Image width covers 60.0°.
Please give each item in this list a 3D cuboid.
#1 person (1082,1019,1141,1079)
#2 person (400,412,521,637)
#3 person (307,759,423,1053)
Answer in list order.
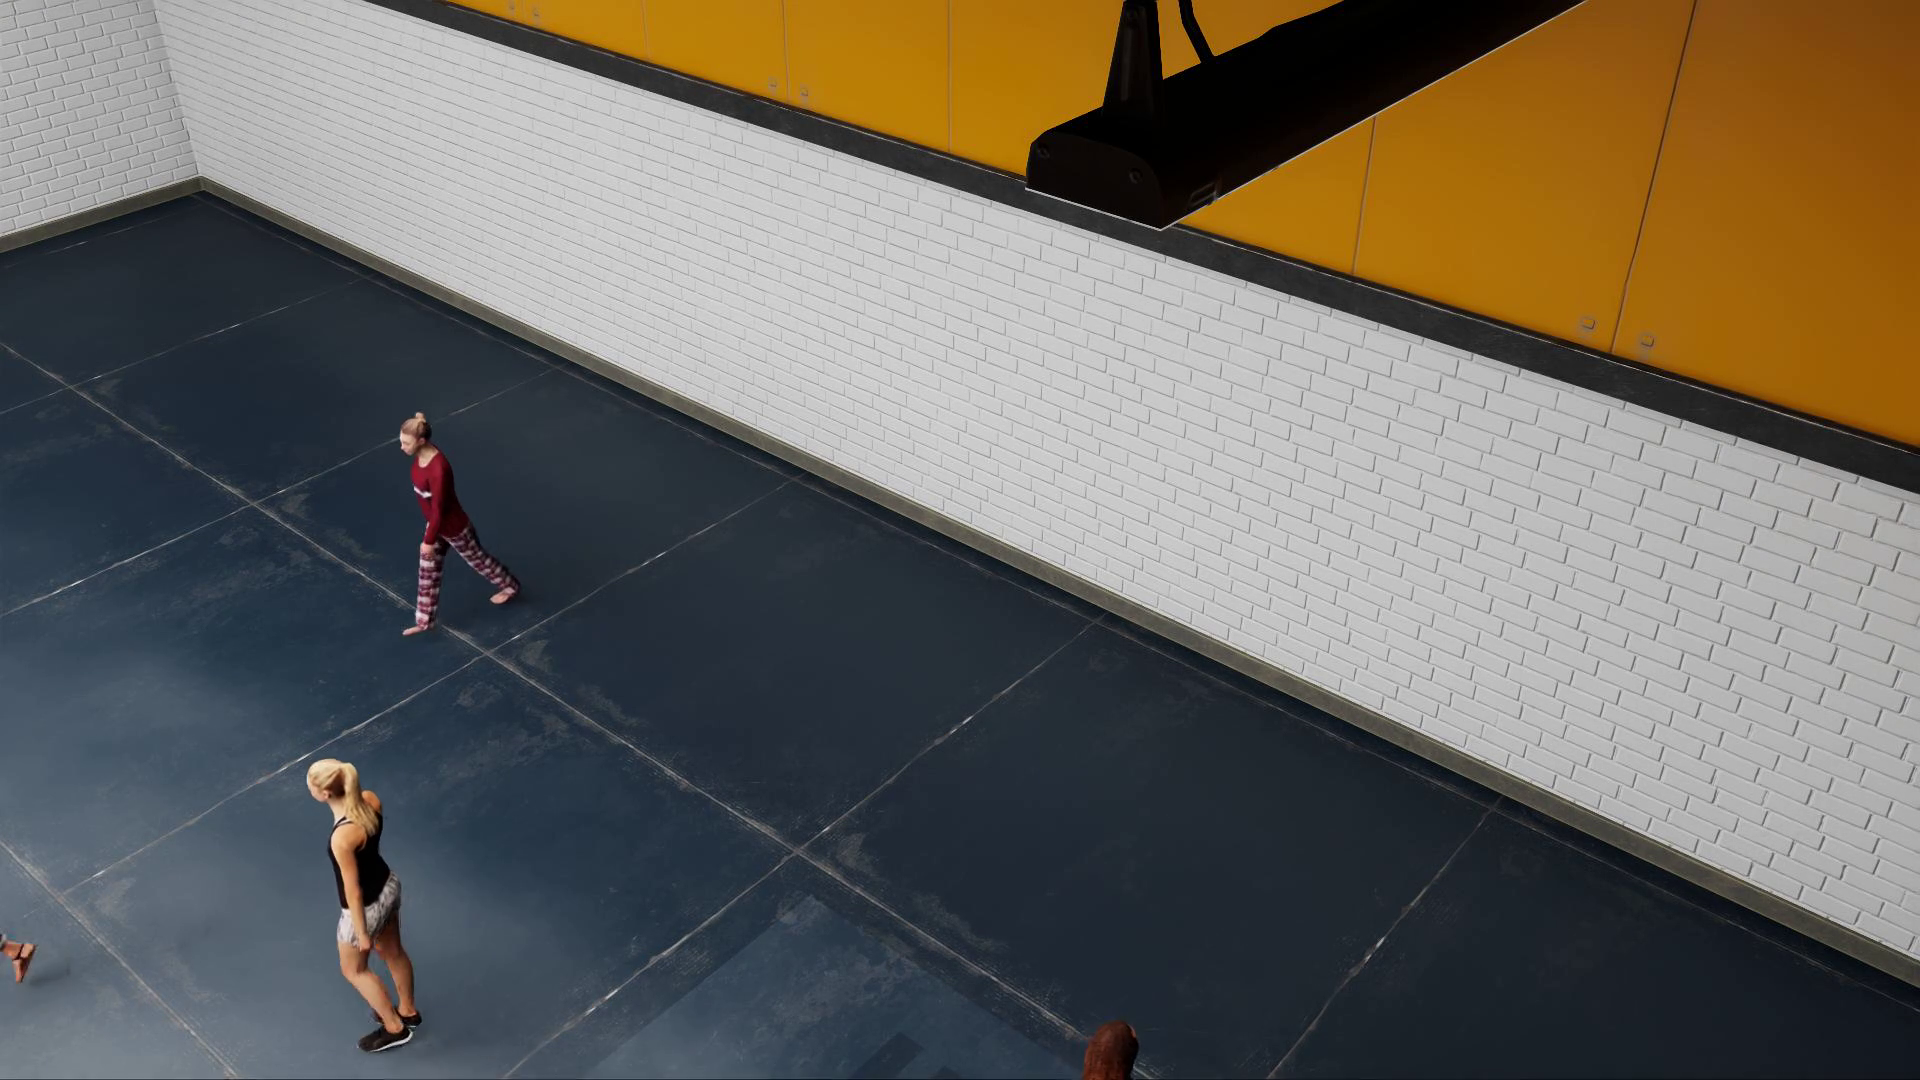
[{"bbox_3d":[0.631,2.675,7.301,0.821,1.471,0.761,-8,35,-12],"label":"person"},{"bbox_3d":[-3.417,-0.127,11.358,1.144,1.647,0.702,-25,41,-33],"label":"person"},{"bbox_3d":[-2.875,1.801,8.283,0.757,1.841,0.653,4,34,7],"label":"person"}]
